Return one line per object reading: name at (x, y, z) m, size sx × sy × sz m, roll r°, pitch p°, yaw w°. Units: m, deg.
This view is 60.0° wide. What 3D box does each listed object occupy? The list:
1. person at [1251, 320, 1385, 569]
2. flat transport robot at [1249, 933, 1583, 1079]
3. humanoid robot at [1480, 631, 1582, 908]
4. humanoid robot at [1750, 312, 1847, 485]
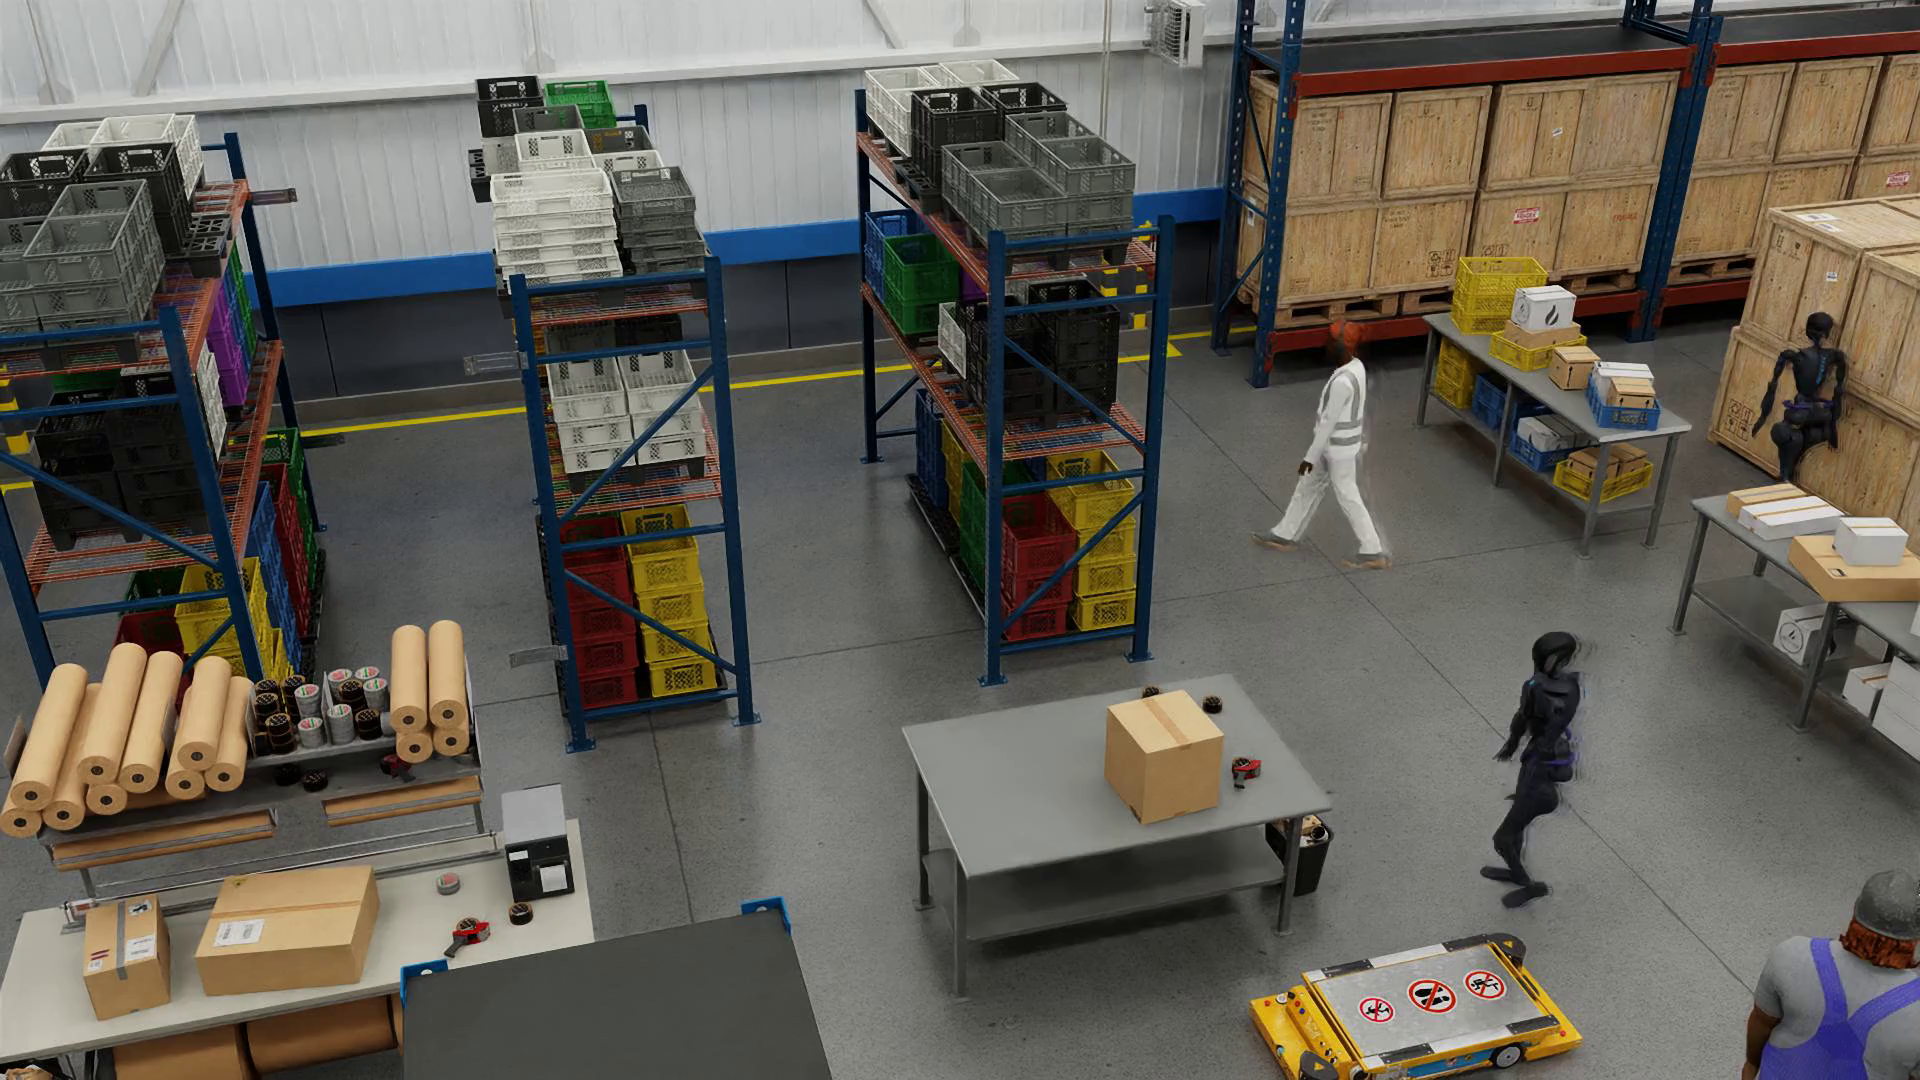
person at (2.649, -0.668, 11.753) m, size 0.977 × 1.840 × 0.588 m, roll 8°, pitch 30°, yaw 14°
flat transport robot at (2.184, 2.282, 7.980) m, size 1.431 × 0.197 × 0.652 m, roll -8°, pitch 30°, yaw -14°
humanoid robot at (2.942, 1.156, 8.593) m, size 0.392 × 1.643 × 0.610 m, roll 7°, pitch 29°, yaw 12°
humanoid robot at (6.262, -0.847, 12.297) m, size 0.568 × 1.644 × 0.729 m, roll -4°, pitch 29°, yaw -7°
